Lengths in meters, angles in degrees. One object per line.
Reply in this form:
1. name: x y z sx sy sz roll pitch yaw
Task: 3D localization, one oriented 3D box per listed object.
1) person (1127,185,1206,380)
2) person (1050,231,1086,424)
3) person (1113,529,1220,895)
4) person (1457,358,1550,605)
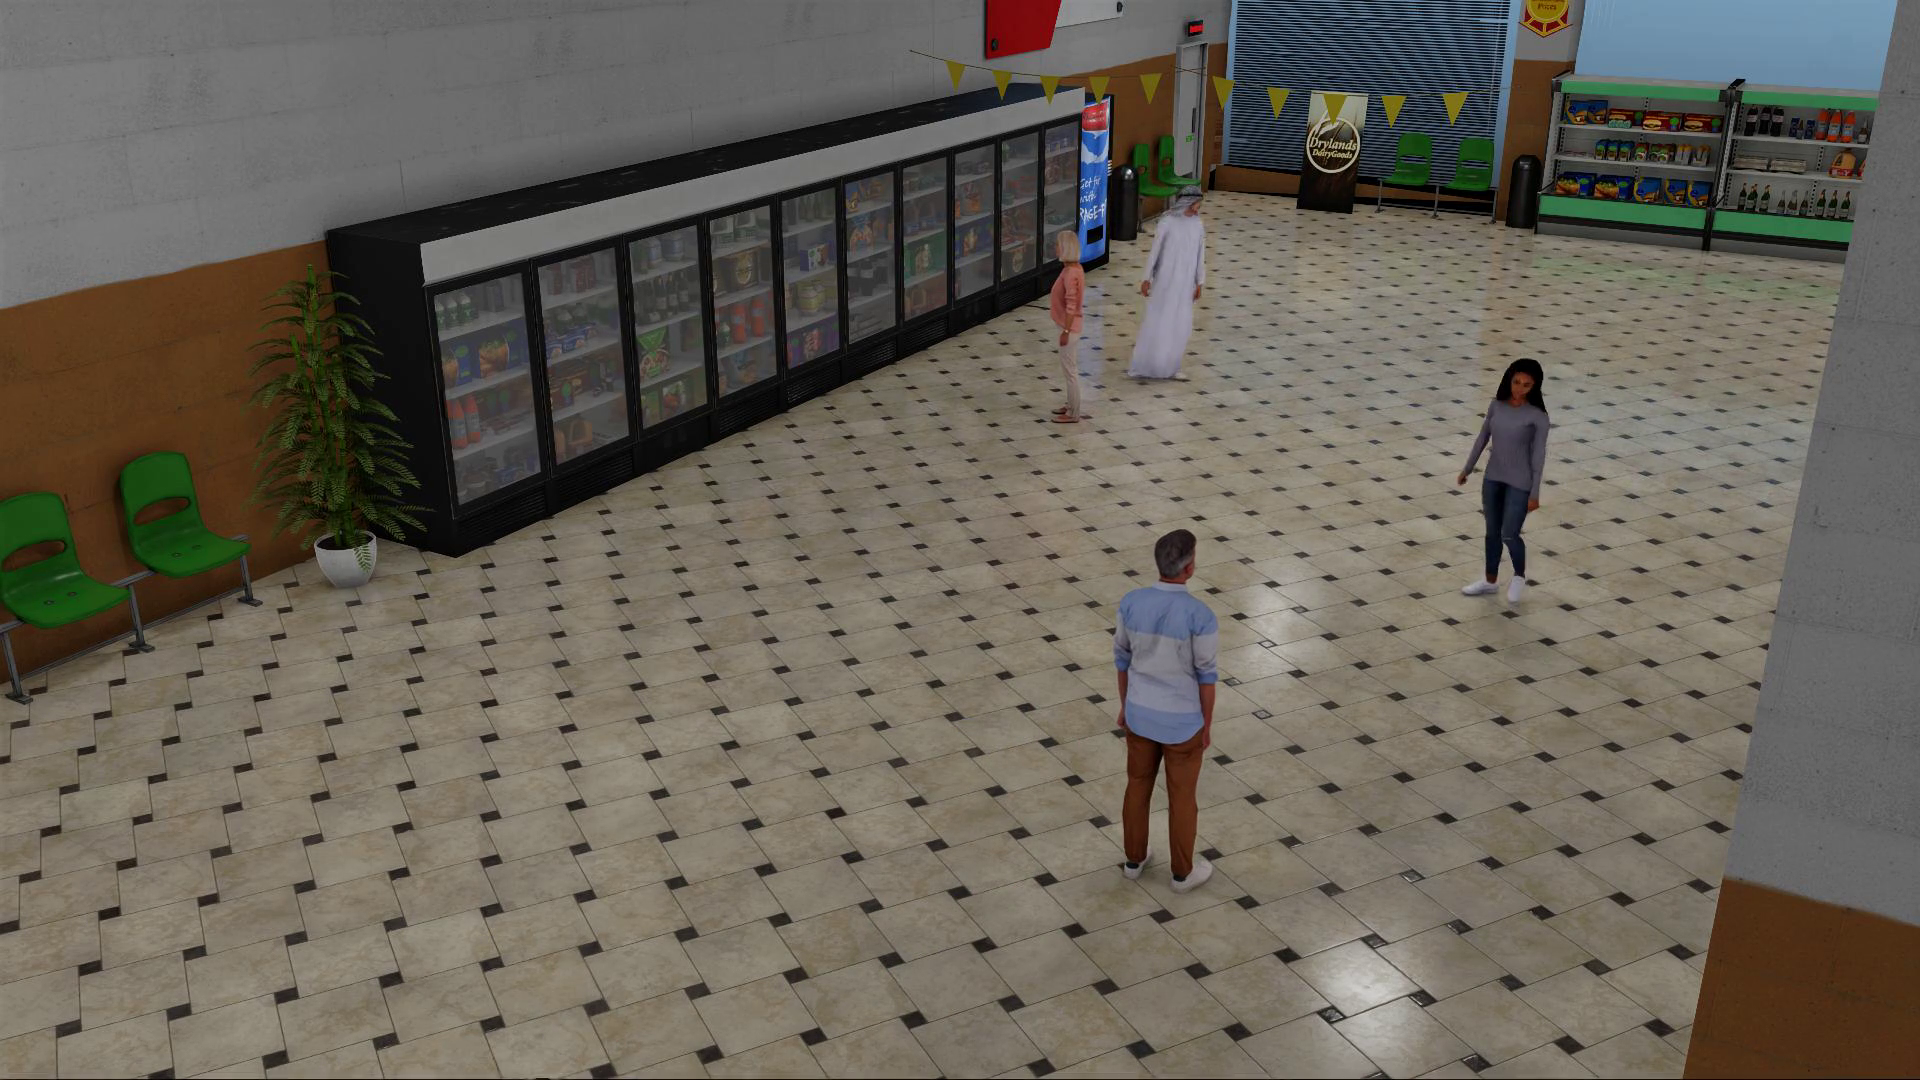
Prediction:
1. person: 1.982 -2.454 15.985 1.002 1.892 1.024 -4 22 -9
2. person: 0.970 -1.906 14.846 0.662 1.725 0.677 2 22 5
3. person: 0.979 0.819 7.927 0.527 1.827 0.750 14 26 31
4. person: 3.721 -0.388 11.076 0.925 1.719 0.793 -8 23 -18
